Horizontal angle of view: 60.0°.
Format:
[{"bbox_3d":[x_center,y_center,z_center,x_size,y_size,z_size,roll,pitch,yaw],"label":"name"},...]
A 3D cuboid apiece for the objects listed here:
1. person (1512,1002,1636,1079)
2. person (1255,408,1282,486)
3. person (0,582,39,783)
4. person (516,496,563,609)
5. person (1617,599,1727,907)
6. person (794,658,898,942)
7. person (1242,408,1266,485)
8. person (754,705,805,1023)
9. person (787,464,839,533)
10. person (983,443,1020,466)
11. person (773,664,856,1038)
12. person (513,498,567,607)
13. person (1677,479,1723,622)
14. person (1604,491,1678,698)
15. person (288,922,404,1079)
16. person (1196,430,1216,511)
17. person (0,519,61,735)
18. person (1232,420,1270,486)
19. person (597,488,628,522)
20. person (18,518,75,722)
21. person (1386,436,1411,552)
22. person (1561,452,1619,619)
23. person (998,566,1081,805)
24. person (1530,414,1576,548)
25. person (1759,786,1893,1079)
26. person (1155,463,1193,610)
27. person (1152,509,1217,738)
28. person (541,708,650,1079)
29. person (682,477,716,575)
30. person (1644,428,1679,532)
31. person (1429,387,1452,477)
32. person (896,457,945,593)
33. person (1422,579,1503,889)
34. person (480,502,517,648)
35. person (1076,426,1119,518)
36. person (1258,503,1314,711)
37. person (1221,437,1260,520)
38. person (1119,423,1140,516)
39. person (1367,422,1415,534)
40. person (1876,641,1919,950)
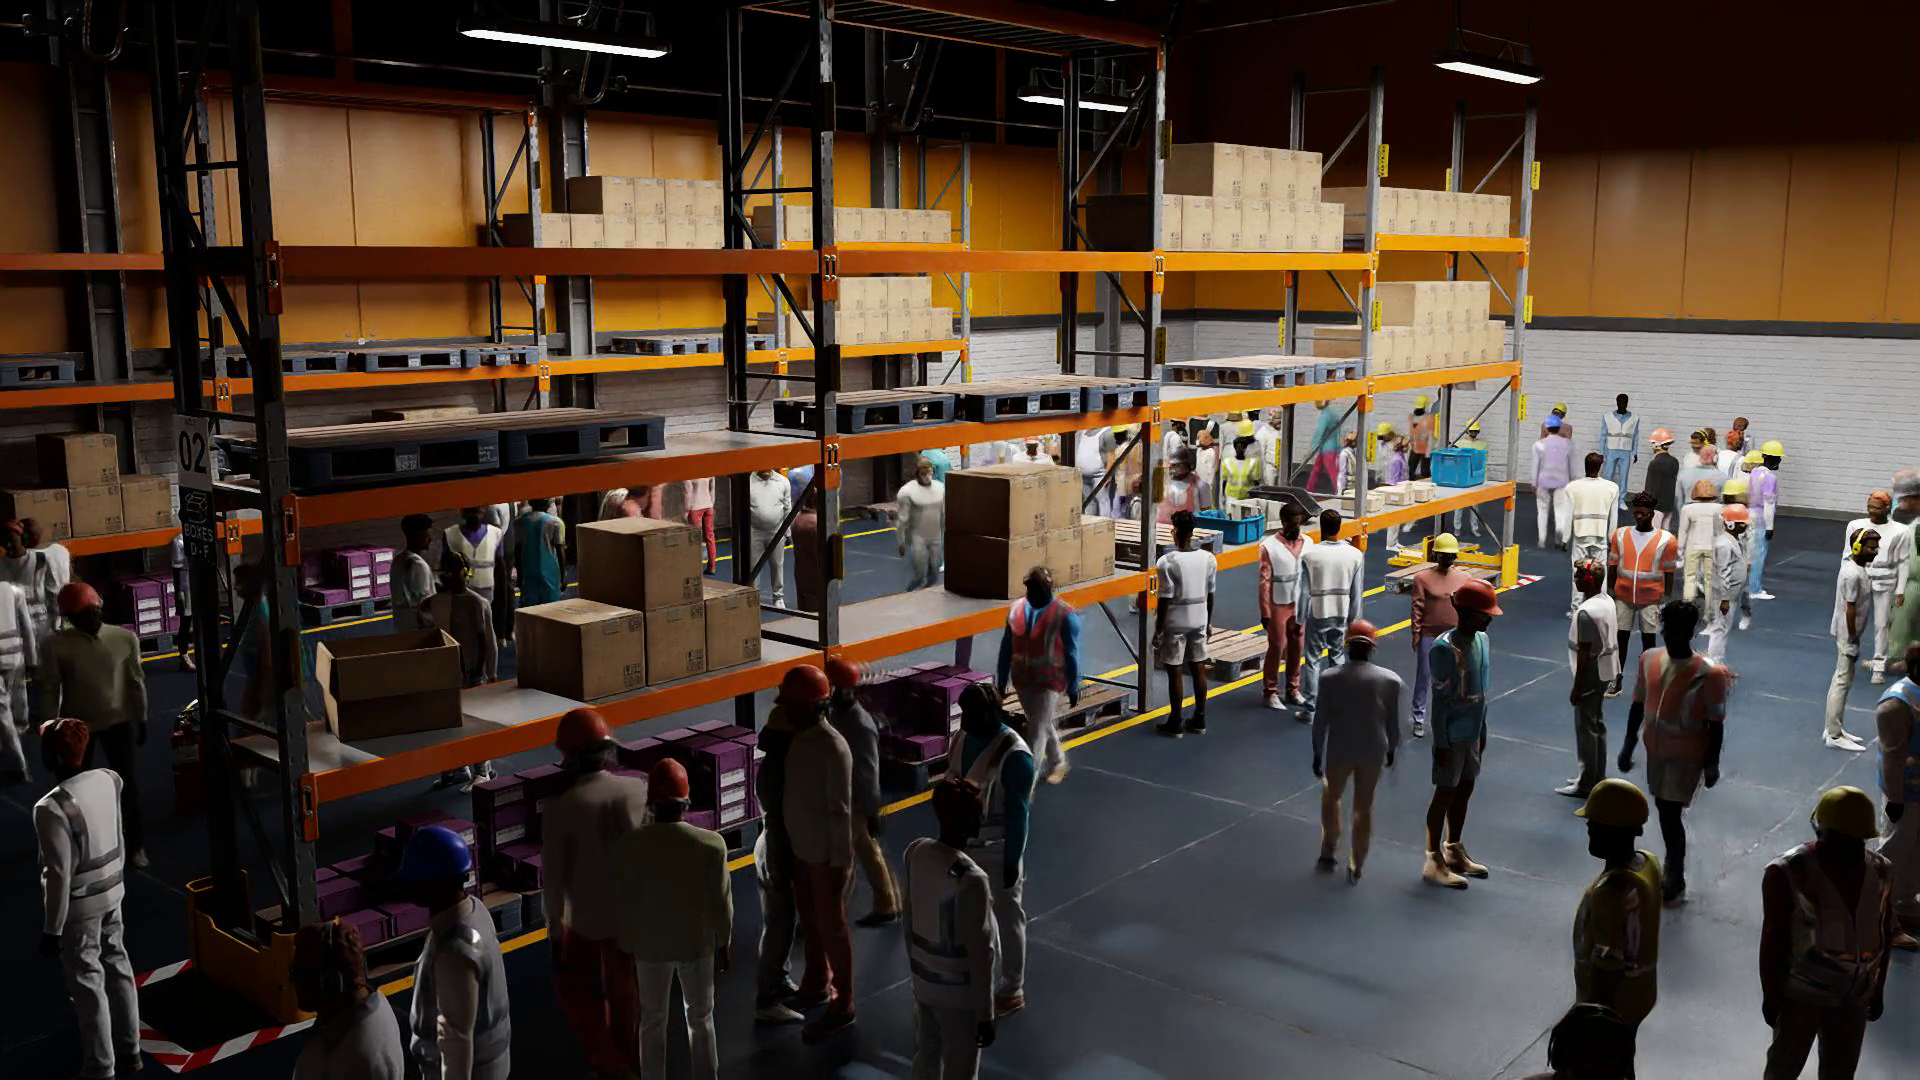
[{"bbox_3d":[1.820,2.281,4.992,0.627,1.933,0.372,0,10,-3],"label":"person"},{"bbox_3d":[4.705,-1.042,24.948,0.657,1.895,0.399,-7,12,-37],"label":"person"},{"bbox_3d":[-7.677,0.969,13.067,0.923,1.843,0.611,5,11,26],"label":"person"},{"bbox_3d":[-4.950,-0.154,19.206,0.681,2.000,0.538,-9,13,-43],"label":"person"},{"bbox_3d":[4.490,1.334,10.567,0.654,1.946,0.602,-5,11,-27],"label":"person"},{"bbox_3d":[-0.745,1.554,9.985,0.873,1.706,0.596,-3,10,-20],"label":"person"},{"bbox_3d":[4.575,-1.216,25.941,0.591,1.913,0.399,-7,12,-38],"label":"person"},{"bbox_3d":[-0.940,1.715,8.978,0.323,1.735,0.493,1,10,8],"label":"person"},{"bbox_3d":[-1.805,-0.244,19.782,0.620,2.015,0.888,-5,11,-26],"label":"person"},{"bbox_3d":[0.617,-0.874,24.568,0.576,1.673,0.377,1,10,5],"label":"person"},{"bbox_3d":[-0.779,1.620,8.790,0.408,1.985,0.620,-6,11,-31],"label":"person"},{"bbox_3d":[-4.219,0.355,16.748,0.513,1.844,0.328,1,10,5],"label":"person"},{"bbox_3d":[8.358,0.126,18.778,0.506,1.628,0.277,1,10,8],"label":"person"},{"bbox_3d":[6.285,0.520,15.403,0.602,1.966,0.368,7,12,35],"label":"person"},{"bbox_3d":[-2.061,2.194,5.591,0.402,1.906,0.651,-4,10,-23],"label":"person"},{"bbox_3d":[3.586,-0.799,24.319,0.314,1.621,0.513,-3,10,-19],"label":"person"},{"bbox_3d":[-8.061,0.747,14.320,0.585,1.877,0.361,-3,10,-17],"label":"person"},{"bbox_3d":[4.087,-0.798,23.618,0.876,1.851,0.601,6,11,31],"label":"person"},{"bbox_3d":[-3.878,0.023,18.786,0.429,1.836,0.630,-1,10,-5],"label":"person"},{"bbox_3d":[-8.127,0.689,14.903,0.417,1.810,0.667,4,10,21],"label":"person"},{"bbox_3d":[6.154,-0.647,23.377,0.319,1.631,0.524,3,10,18],"label":"person"},{"bbox_3d":[7.133,-0.034,18.848,0.587,1.920,0.397,2,10,11],"label":"person"},{"bbox_3d":[0.604,1.070,12.637,0.641,1.799,0.963,7,12,37],"label":"person"},{"bbox_3d":[8.359,-0.807,23.445,0.622,1.924,0.653,2,10,13],"label":"person"},{"bbox_3d":[3.795,1.950,7.298,0.595,1.823,0.403,-1,10,-6],"label":"person"},{"bbox_3d":[2.436,0.003,18.670,0.420,1.905,0.612,-3,10,-15],"label":"person"},{"bbox_3d":[1.913,0.713,14.250,0.613,1.963,0.362,-5,11,-29],"label":"person"},{"bbox_3d":[-1.696,1.772,7.894,0.530,1.973,0.626,9,13,44],"label":"person"},{"bbox_3d":[-3.378,-0.388,21.445,0.327,1.760,0.523,7,12,38],"label":"person"},{"bbox_3d":[8.739,-0.404,20.829,0.623,1.993,0.384,-8,13,-41],"label":"person"},{"bbox_3d":[8.324,-1.720,28.908,0.375,1.932,0.628,2,10,10],"label":"person"},{"bbox_3d":[-0.395,0.011,18.603,0.644,1.922,0.479,-6,11,-32],"label":"person"},{"bbox_3d":[3.297,1.250,10.870,0.613,2.031,0.407,-9,13,-44],"label":"person"},{"bbox_3d":[-4.972,0.113,17.611,0.539,2.000,0.689,1,10,3],"label":"person"},{"bbox_3d":[1.956,-1.005,24.287,0.538,2.000,0.682,-7,12,-36],"label":"person"},{"bbox_3d":[2.955,0.596,15.134,0.603,1.904,0.386,-5,11,-29],"label":"person"},{"bbox_3d":[3.901,-0.634,23.199,0.533,1.662,0.827,1,10,6],"label":"person"},{"bbox_3d":[2.671,-1.274,26.470,0.389,1.846,0.564,-4,10,-22],"label":"person"},{"bbox_3d":[6.460,-0.928,24.885,0.861,1.690,0.516,-1,10,-7],"label":"person"},{"bbox_3d":[5.717,1.499,9.931,0.628,1.844,0.429,-7,12,-35],"label":"person"}]
